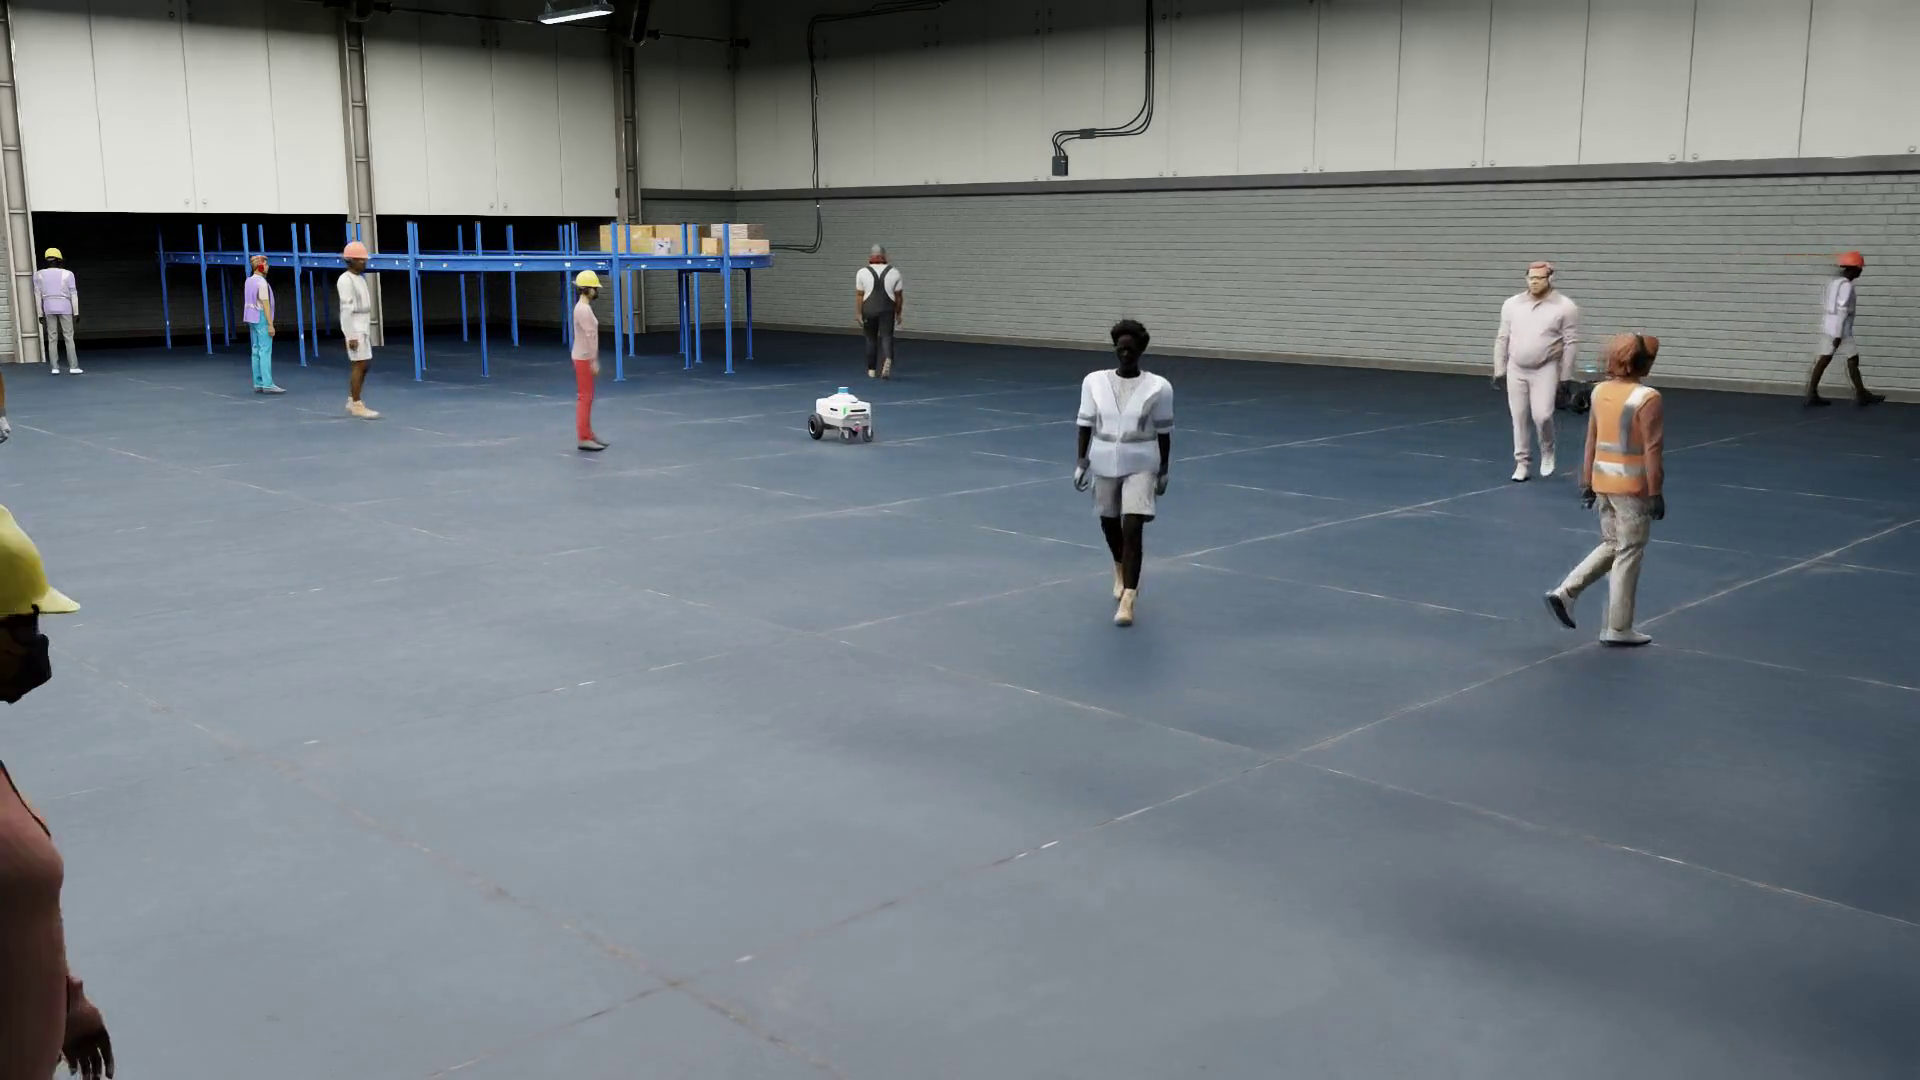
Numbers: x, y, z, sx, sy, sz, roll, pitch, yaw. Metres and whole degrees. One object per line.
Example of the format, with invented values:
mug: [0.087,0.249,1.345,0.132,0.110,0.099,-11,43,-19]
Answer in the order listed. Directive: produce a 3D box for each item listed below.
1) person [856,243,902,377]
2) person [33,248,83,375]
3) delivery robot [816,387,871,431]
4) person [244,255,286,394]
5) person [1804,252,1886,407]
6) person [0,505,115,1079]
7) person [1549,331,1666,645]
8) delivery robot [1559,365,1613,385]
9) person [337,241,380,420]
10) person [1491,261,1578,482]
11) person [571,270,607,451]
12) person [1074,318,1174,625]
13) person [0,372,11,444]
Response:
person: [-1.200,-3.416,24.774,0.689,2.000,0.901,-1,10,-7]
person: [-13.756,-3.485,25.367,0.586,1.917,0.380,-3,11,-16]
delivery robot: [-1.210,-1.344,17.273,0.477,0.478,0.707,-6,12,-29]
person: [-9.392,-2.896,22.341,0.389,1.850,0.563,-10,14,-44]
person: [10.971,-2.585,20.503,0.952,1.889,0.562,2,11,9]
person: [-1.341,0.805,2.449,0.670,1.745,0.531,-7,13,-35]
person: [3.374,-0.254,8.549,0.435,1.627,0.518,-2,11,-11]
delivery robot: [7.633,-2.000,20.141,0.698,0.223,0.335,-2,11,-11]
person: [-6.974,-2.431,19.294,0.411,2.043,0.623,0,10,-2]
person: [4.923,-1.448,14.331,0.646,1.892,0.437,8,13,36]
person: [-3.684,-1.780,16.489,0.330,1.769,0.529,-2,11,-12]
person: [0.935,-0.419,9.341,0.530,1.660,0.831,4,11,20]
person: [-6.522,-0.806,10.891,0.513,1.871,0.329,-5,11,-24]
